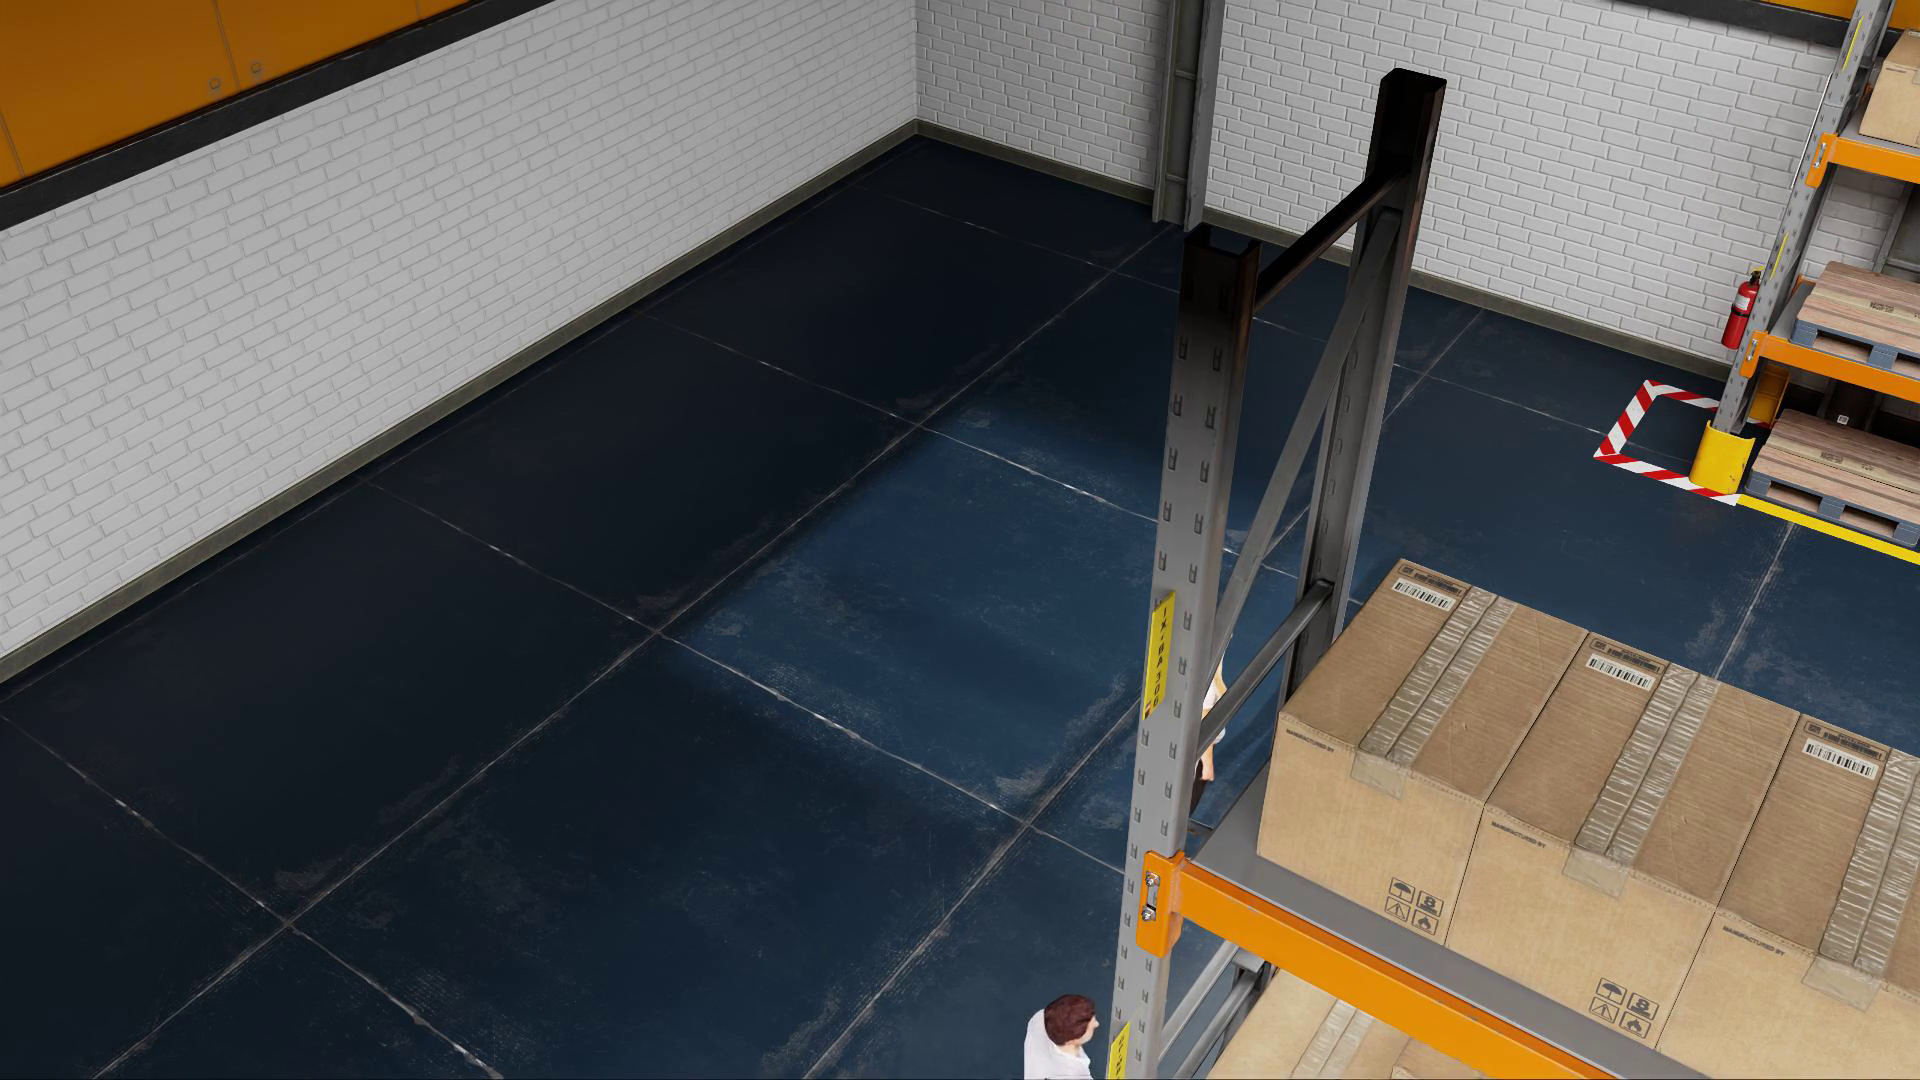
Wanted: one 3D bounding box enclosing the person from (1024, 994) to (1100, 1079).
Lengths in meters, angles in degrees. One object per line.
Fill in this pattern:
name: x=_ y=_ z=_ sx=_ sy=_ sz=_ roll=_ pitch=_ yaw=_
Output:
person: x=0.328 y=2.620 z=7.310 sx=1.208 sy=1.802 sz=1.215 roll=-11 pitch=40 yaw=-13
